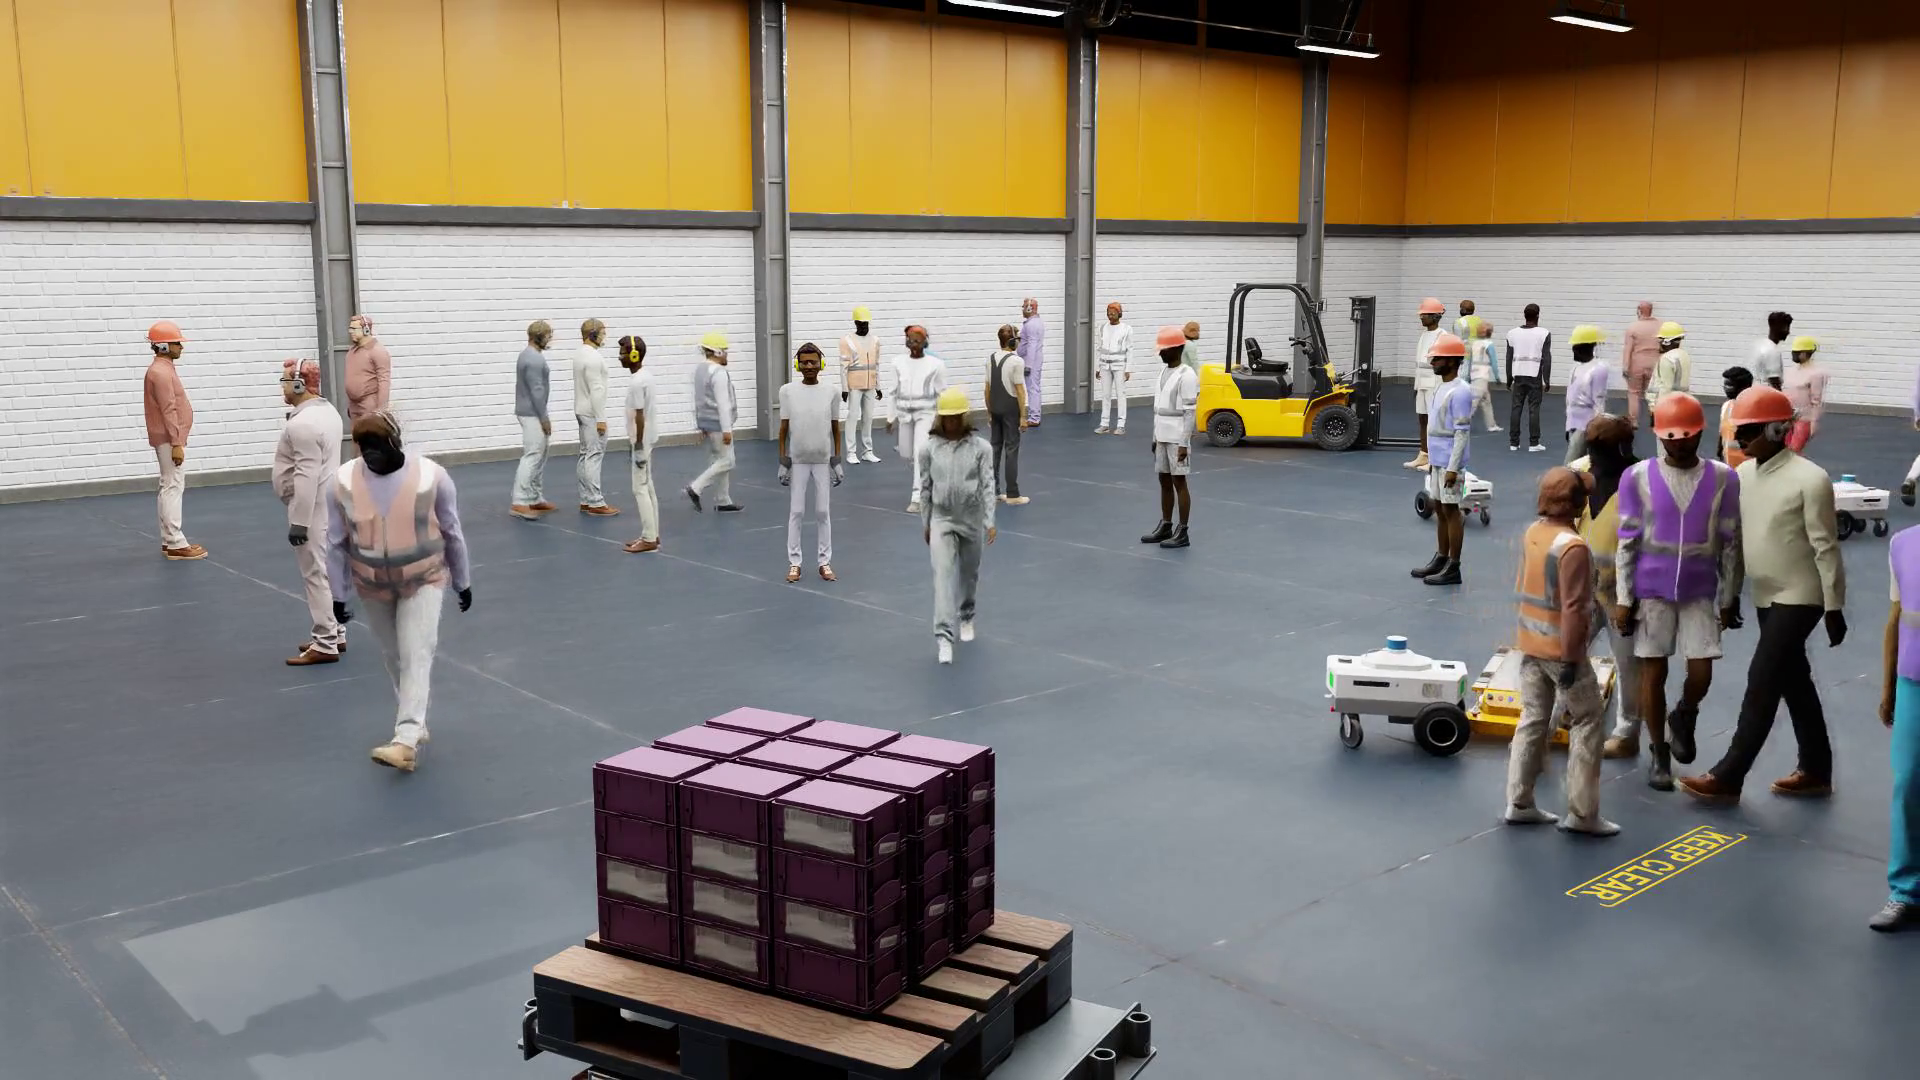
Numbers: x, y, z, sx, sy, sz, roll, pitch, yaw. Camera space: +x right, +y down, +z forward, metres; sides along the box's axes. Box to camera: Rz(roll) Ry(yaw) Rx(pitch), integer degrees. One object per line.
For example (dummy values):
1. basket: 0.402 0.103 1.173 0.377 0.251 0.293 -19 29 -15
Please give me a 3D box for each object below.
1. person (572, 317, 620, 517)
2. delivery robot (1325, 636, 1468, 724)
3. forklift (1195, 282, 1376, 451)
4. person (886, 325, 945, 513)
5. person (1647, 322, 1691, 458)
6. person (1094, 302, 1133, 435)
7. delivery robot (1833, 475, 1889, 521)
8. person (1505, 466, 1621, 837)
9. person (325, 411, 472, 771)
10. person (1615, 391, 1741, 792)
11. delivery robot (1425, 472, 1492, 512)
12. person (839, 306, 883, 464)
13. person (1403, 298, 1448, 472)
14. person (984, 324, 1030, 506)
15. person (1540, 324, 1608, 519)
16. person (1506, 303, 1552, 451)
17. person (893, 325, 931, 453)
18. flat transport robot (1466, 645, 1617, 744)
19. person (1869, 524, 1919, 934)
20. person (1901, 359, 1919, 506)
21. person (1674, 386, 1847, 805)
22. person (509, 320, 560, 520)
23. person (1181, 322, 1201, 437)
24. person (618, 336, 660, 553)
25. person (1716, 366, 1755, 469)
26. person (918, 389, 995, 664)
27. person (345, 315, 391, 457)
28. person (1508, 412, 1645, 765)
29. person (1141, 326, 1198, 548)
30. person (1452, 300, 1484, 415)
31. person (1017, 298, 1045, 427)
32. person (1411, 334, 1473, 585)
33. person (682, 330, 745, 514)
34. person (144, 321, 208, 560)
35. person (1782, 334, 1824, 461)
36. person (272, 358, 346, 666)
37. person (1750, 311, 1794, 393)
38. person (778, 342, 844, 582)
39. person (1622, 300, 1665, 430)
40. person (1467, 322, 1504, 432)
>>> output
1. person: -3.585 -1.200 16.265 0.371 1.939 0.627 -5 11 -26
2. delivery robot: 2.264 0.743 8.659 0.707 0.478 0.477 2 10 13
3. forklift: 4.328 -2.346 22.227 2.313 2.155 1.214 3 10 16
4. person: -0.416 -1.235 16.718 0.575 1.855 0.824 3 10 19
5. person: 7.613 -1.429 17.912 0.404 1.830 0.599 9 13 42
6. person: 2.182 -2.440 23.683 0.575 1.885 0.355 6 11 32
7. delivery robot: 8.019 -0.347 15.043 0.707 0.478 0.477 -3 10 -14
8. person: 2.669 0.482 7.326 0.516 1.620 0.528 -1 10 -6
9. person: -2.821 0.231 8.351 0.678 1.772 0.987 -1 10 -5
10. person: 3.407 0.238 7.945 0.553 1.911 0.515 3 10 16
11. delivery robot: 4.755 -0.489 15.872 0.477 0.478 0.707 -3 10 -16
12. person: -1.200 -1.896 20.370 0.594 1.926 0.367 -8 13 -39
13. person: 5.515 -1.820 19.585 0.370 2.044 0.608 -2 10 -13
14. person: 0.472 -1.272 16.957 0.508 1.844 0.336 9 14 44
15. person: 5.983 -1.101 15.805 0.799 1.899 0.595 -1 10 -3
16. person: 7.396 -2.113 21.667 0.587 1.920 0.392 8 12 38
17. person: -0.631 -1.858 20.885 0.778 1.660 0.549 5 11 29
18. flat transport robot: 3.241 0.836 9.222 0.652 0.197 1.431 5 11 25
19. person: 3.792 0.560 6.297 0.744 1.820 0.579 -7 12 -37
20. person: 9.674 -1.207 16.367 0.589 1.921 0.627 -5 11 -26
21. person: 3.730 0.261 7.719 0.915 1.935 0.640 -1 10 -6
22. person: -4.163 -1.172 16.197 0.474 1.923 0.762 -3 10 -18
23. person: 3.216 -2.254 23.395 0.324 1.615 0.501 -1 10 -3
24. person: -2.762 -0.820 14.282 0.328 1.862 0.533 -1 10 -4
25. person: 6.465 -0.612 13.696 0.816 1.650 0.568 -1 10 -6
26. person: -0.023 -0.125 10.658 0.487 1.702 0.891 0 10 -3
27. person: -6.347 -1.437 17.748 0.650 1.907 0.409 7 12 36
28. person: 3.121 0.262 8.162 0.931 1.780 0.672 -8 12 -38
29. person: 1.833 -0.897 14.502 0.361 1.935 0.544 -5 11 -25
30. person: 8.019 -2.889 26.438 0.633 1.843 0.429 -6 12 -32
31. person: 1.042 -2.633 24.747 0.404 1.911 0.636 2 10 12
32. person: 3.743 -0.620 12.864 0.362 1.939 0.542 0 10 -1
33. person: -2.408 -1.125 16.172 0.593 1.819 0.607 -5 11 -27
34. person: -6.605 -0.831 13.941 0.379 1.995 0.612 -6 11 -31
35. person: 8.661 -1.237 17.059 0.664 1.745 0.528 -2 10 -11
36. person: -4.060 -0.179 10.380 0.409 1.908 0.643 -1 10 -8
37. person: 9.104 -1.573 18.524 0.975 1.909 0.621 3 10 15
38. person: -1.165 -0.603 12.968 0.513 1.872 0.328 -2 10 -11
39. person: 9.928 -2.532 24.175 0.663 1.894 0.515 -1 10 -7
40. person: 7.433 -2.308 23.767 0.867 1.595 0.514 -2 10 -11
